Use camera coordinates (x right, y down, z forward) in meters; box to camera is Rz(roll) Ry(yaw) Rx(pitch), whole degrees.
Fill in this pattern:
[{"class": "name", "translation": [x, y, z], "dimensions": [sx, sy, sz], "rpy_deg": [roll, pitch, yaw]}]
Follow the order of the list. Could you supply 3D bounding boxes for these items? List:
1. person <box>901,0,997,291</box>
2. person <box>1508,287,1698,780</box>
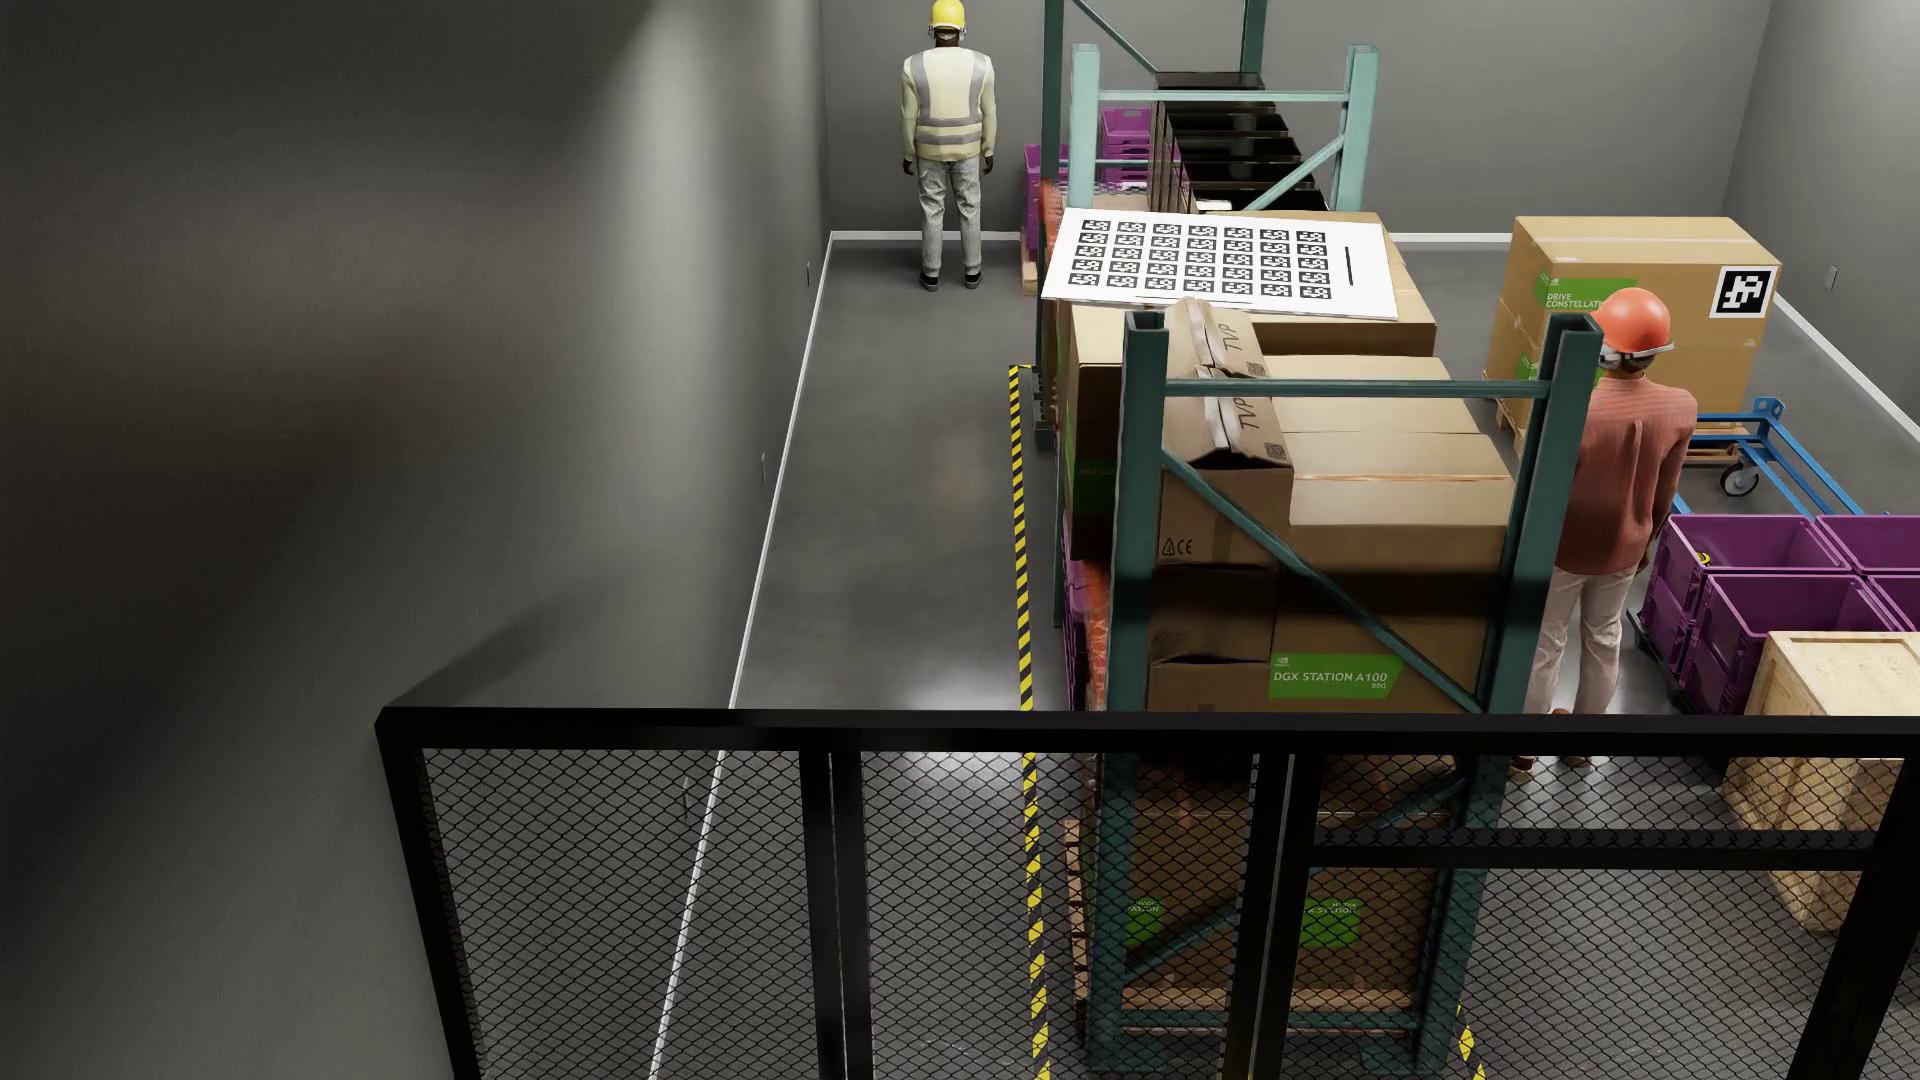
[{"class": "person", "translation": [-0.074, -2.462, 10.406], "dimensions": [0.600, 1.829, 0.404], "rpy_deg": [-3, 31, -6]}, {"class": "person", "translation": [2.310, 0.009, 6.144], "dimensions": [0.612, 1.997, 0.376], "rpy_deg": [-7, 32, -12]}]
